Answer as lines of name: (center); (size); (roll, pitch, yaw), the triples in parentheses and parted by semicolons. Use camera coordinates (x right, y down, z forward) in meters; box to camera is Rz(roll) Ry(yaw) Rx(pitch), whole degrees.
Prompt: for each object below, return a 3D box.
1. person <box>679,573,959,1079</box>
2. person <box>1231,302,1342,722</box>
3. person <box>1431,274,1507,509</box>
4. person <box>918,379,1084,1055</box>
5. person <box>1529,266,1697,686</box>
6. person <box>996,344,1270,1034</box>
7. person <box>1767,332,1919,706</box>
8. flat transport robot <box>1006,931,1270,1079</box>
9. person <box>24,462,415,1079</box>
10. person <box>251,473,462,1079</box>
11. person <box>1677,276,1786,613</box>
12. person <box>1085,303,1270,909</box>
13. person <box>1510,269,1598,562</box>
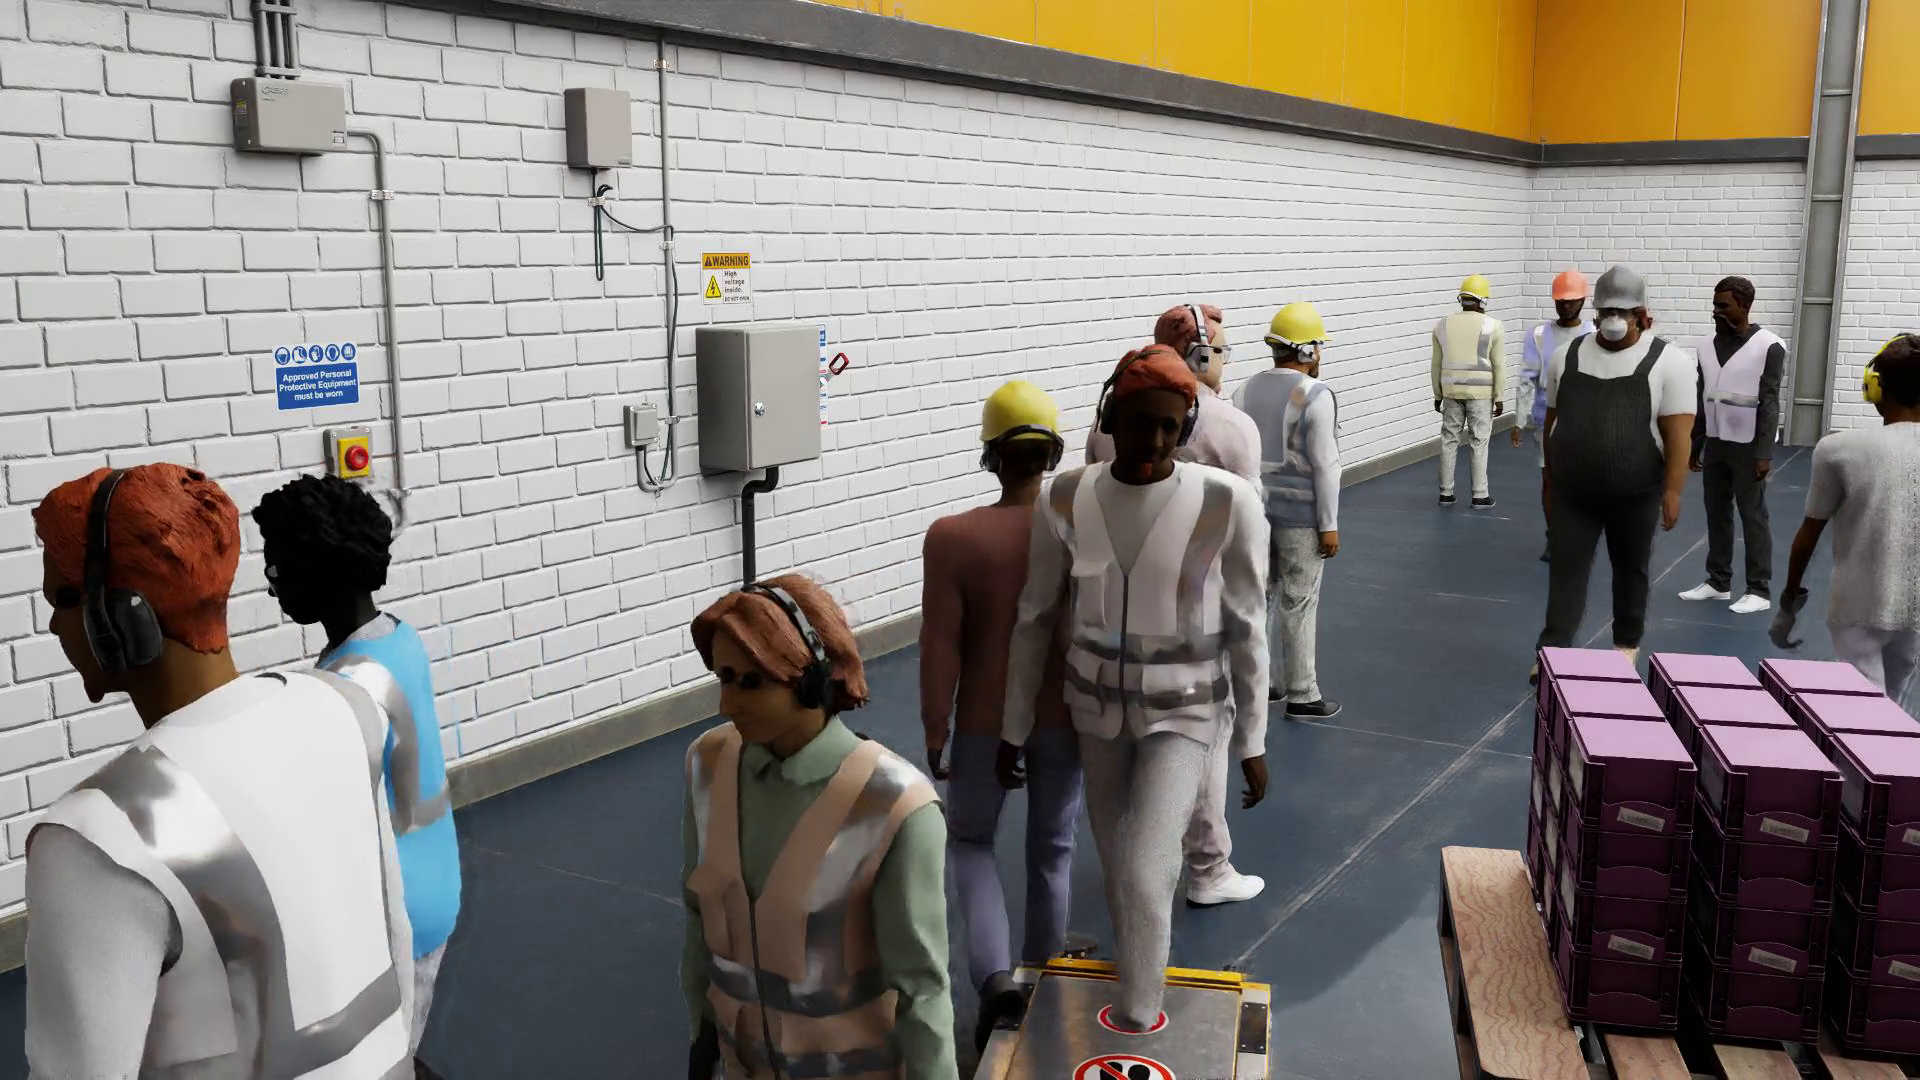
person: (-0.186, 0.831, 2.614); (0.555, 1.626, 0.478); (9, 13, 39)
person: (1.456, -0.124, 7.327); (0.404, 1.835, 0.587); (-7, 12, -32)
person: (4.002, -1.159, 13.066); (0.597, 1.832, 0.404); (8, 13, 37)
person: (0.166, 0.478, 4.232); (0.536, 1.758, 0.522); (-1, 10, -6)
person: (3.050, -0.316, 7.820); (0.702, 2.000, 1.036); (7, 12, 34)
person: (0.377, 0.471, 3.961); (0.647, 1.851, 0.769); (6, 12, 29)
person: (2.902, 0.254, 5.313); (0.498, 1.809, 1.002); (1, 10, 4)
flat transport robot: (0.375, 1.288, 3.833); (0.652, 0.197, 1.431); (2, 10, 11)
person: (-0.989, 0.818, 2.101); (0.958, 1.831, 0.594); (2, 10, 8)
person: (-1.089, 0.705, 3.140); (0.400, 1.680, 0.534); (-2, 10, -12)
person: (4.420, -0.545, 9.496); (0.409, 1.904, 0.605); (-4, 11, -21)
person: (0.708, 0.208, 5.300); (0.643, 1.905, 0.400); (10, 14, 43)
person: (3.893, -0.782, 10.768); (0.558, 1.913, 0.543); (6, 12, 30)
